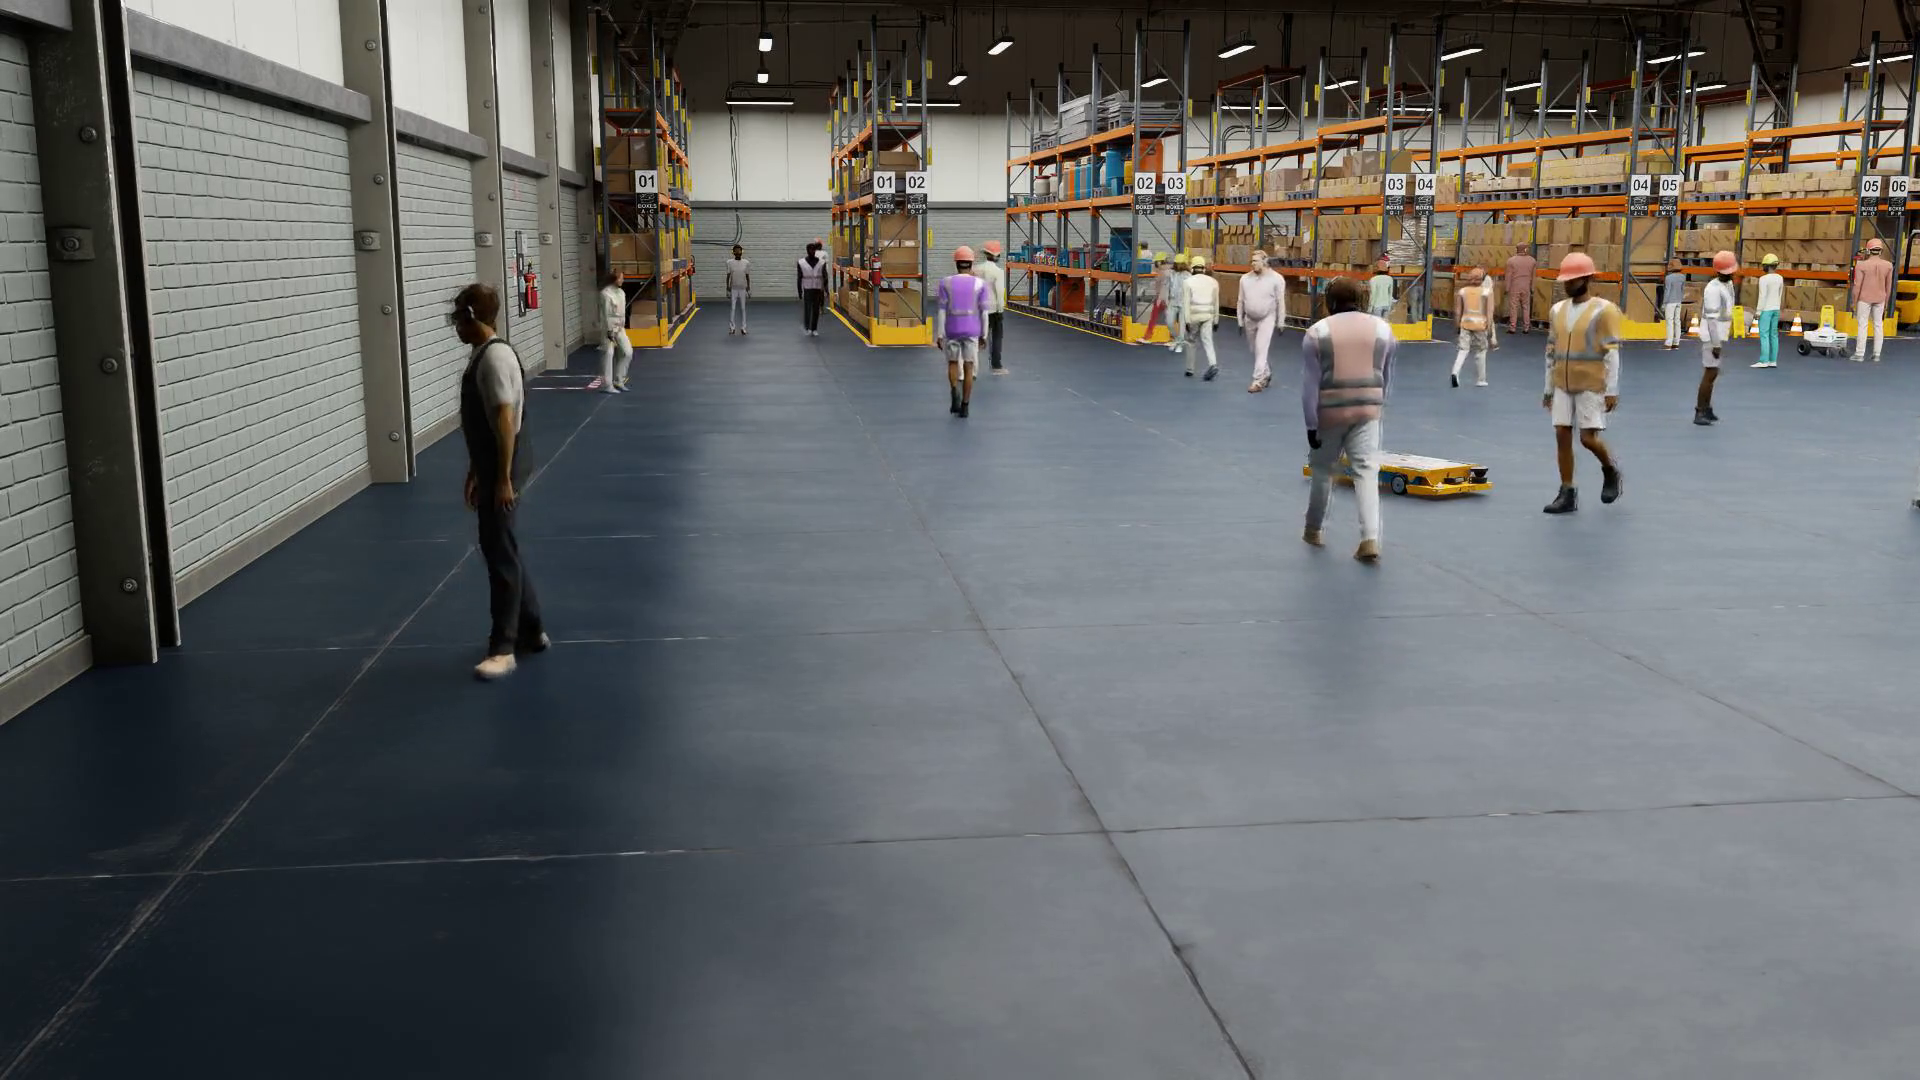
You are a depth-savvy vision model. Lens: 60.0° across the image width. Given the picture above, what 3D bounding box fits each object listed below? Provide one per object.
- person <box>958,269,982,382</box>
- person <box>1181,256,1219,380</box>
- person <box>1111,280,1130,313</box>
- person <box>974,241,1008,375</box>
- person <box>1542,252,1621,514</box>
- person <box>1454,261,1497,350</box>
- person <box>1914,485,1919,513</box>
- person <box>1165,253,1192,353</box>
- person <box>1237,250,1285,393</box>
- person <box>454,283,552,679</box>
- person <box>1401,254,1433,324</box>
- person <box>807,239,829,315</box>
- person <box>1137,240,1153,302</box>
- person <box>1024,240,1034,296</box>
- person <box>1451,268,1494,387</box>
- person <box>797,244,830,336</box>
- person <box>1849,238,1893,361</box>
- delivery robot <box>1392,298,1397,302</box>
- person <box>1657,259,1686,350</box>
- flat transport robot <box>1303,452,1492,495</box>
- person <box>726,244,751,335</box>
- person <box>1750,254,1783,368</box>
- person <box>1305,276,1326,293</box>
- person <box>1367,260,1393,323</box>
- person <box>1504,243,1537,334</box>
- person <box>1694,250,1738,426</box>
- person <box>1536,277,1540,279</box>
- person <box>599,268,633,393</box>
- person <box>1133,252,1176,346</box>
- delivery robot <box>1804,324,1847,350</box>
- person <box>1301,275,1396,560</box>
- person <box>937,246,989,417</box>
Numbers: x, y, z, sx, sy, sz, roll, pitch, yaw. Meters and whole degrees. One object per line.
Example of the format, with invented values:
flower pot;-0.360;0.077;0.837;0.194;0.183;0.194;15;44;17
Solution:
person;0.073;-3.053;23.558;0.532;1.594;0.861;0;10;0
person;3.460;-3.153;23.664;0.597;1.773;0.909;-2;11;-13
person;4.301;-6.882;44.382;0.565;1.645;0.897;1;10;3
person;0.389;-3.389;24.363;0.681;1.972;0.627;-10;14;-43
person;4.600;-1.152;12.256;0.597;1.916;0.562;-7;13;-34
person;9.303;-4.183;29.762;0.846;1.586;0.510;-5;11;-24
person;7.200;-1.000;11.792;0.606;1.781;0.907;0;10;-2
person;3.833;-4.158;29.212;0.505;1.730;0.353;5;11;24
person;3.994;-2.908;22.034;0.641;1.868;0.955;7;12;33
person;-2.157;-0.289;7.830;0.400;1.810;0.653;-5;11;-25
person;9.659;-5.353;35.256;0.664;1.923;0.487;-2;10;-9
person;-3.704;-6.832;43.311;0.611;1.948;1.136;1;10;4
person;5.272;-7.713;48.217;0.638;1.923;0.747;8;13;39
person;2.022;-7.920;49.292;0.370;1.941;0.627;-1;10;-4
person;6.929;-2.862;22.447;0.532;1.619;0.693;8;13;38
person;-2.987;-5.092;33.982;0.616;1.874;0.965;-3;11;-15
person;14.874;-3.915;27.182;0.612;1.996;0.389;0;10;3
delivery robot;11.034;-6.110;42.906;0.477;0.478;0.707;-1;10;-5
person;12.846;-4.246;29.988;0.497;1.633;0.285;-6;12;-30
flat transport robot;3.539;-0.561;13.524;0.652;0.197;1.431;-7;12;-33
person;-4.603;-5.200;34.562;0.521;1.874;0.328;-2;11;-13
person;12.509;-3.546;25.786;0.533;1.767;0.327;-6;12;-30
person;10.415;-7.759;48.751;0.659;1.822;0.433;7;12;32
person;7.186;-3.969;28.470;0.505;1.632;0.269;-6;12;-30
person;11.745;-5.282;34.927;0.646;1.904;0.401;-1;10;-3
person;8.216;-2.177;17.995;0.375;1.890;0.717;8;13;37
person;17.307;-8.043;50.002;0.635;1.931;1.062;-7;13;-34
person;-4.469;-2.702;21.552;0.426;1.622;0.529;5;11;24
person;3.651;-4.457;30.862;0.875;1.725;0.542;-2;10;-8
delivery robot;14.659;-3.421;28.165;0.477;0.478;0.707;-3;11;-14
person;2.462;-0.782;10.604;0.614;1.797;0.986;0;10;-3
person;0.039;-2.357;18.840;0.580;1.917;0.607;0;10;2
